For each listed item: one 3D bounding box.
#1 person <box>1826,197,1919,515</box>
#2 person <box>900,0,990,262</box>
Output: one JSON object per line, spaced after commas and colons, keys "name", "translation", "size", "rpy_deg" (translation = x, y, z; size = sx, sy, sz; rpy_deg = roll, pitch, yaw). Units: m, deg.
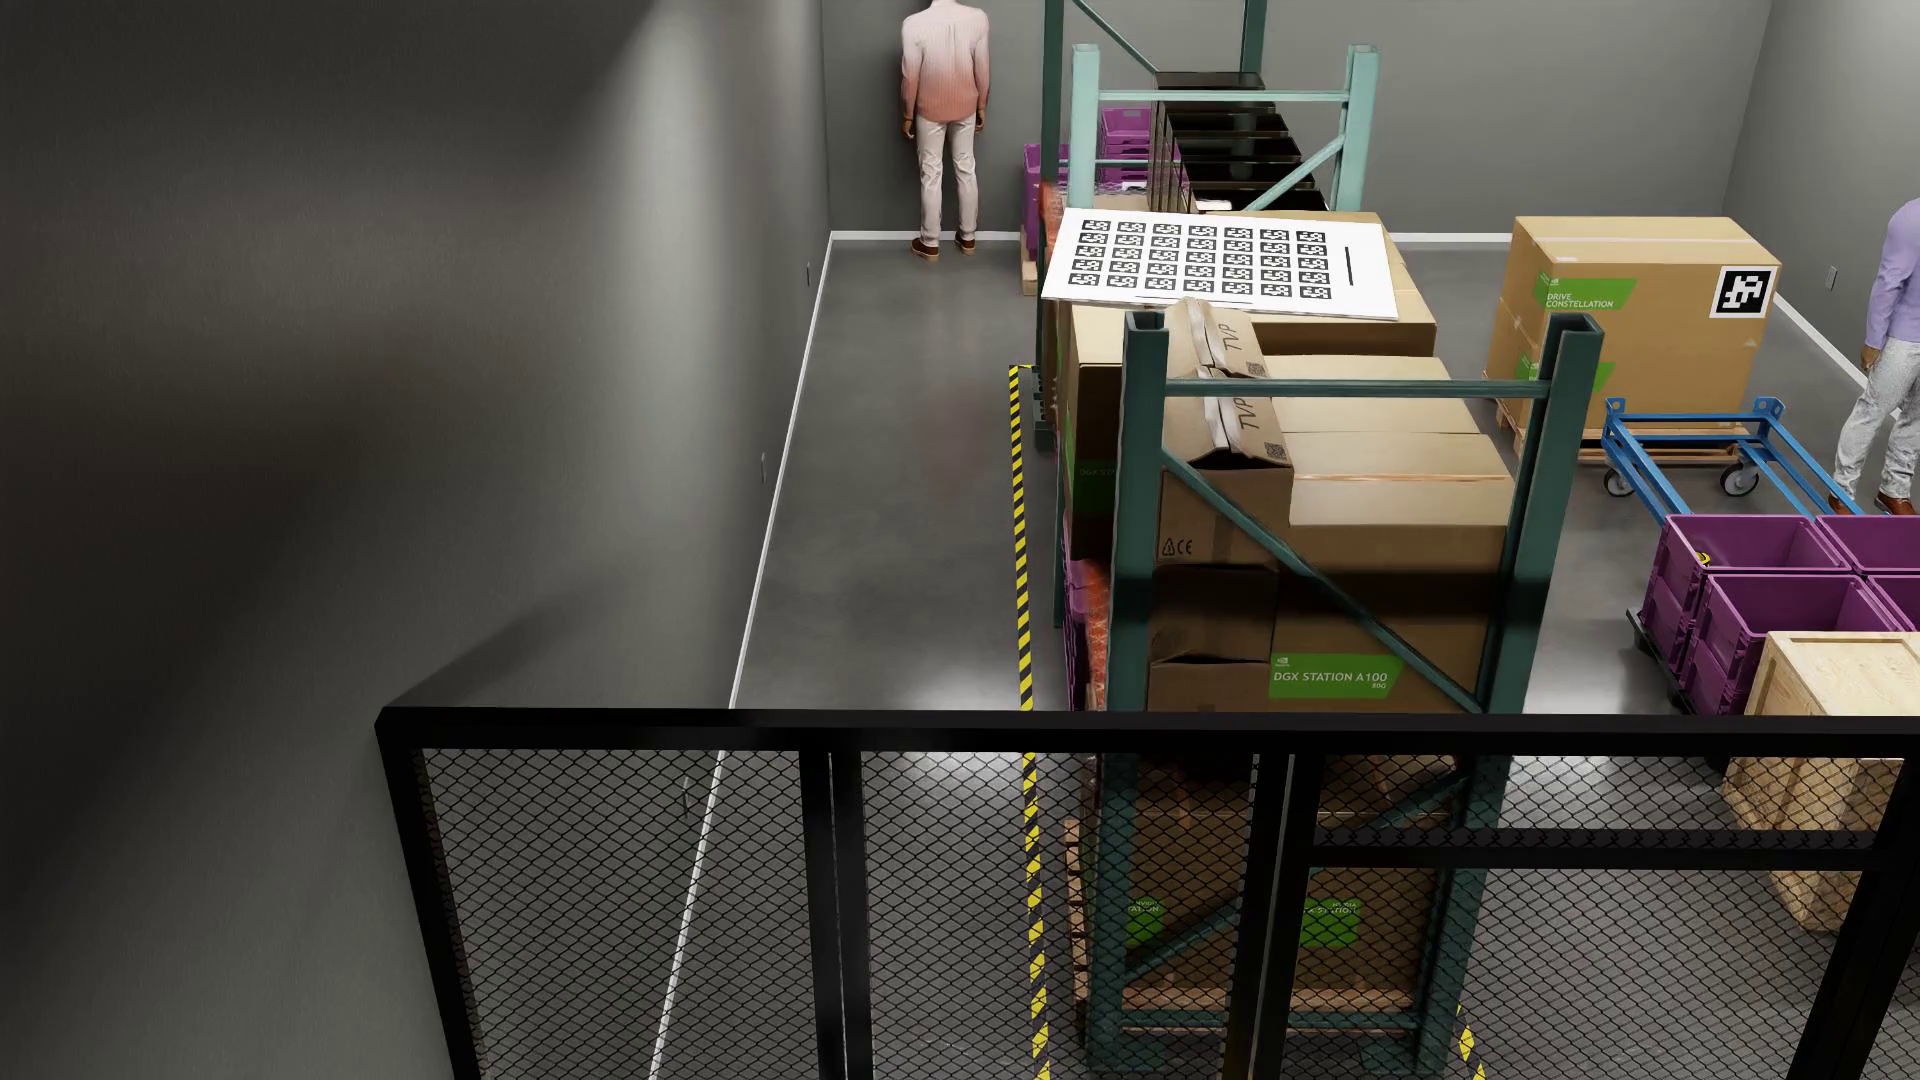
{"name": "person", "translation": [4.533, -0.944, 7.784], "size": [0.629, 1.940, 0.373], "rpy_deg": [-1, 31, -2]}
{"name": "person", "translation": [-0.102, -2.814, 10.836], "size": [0.619, 1.994, 0.381], "rpy_deg": [-13, 33, -20]}
